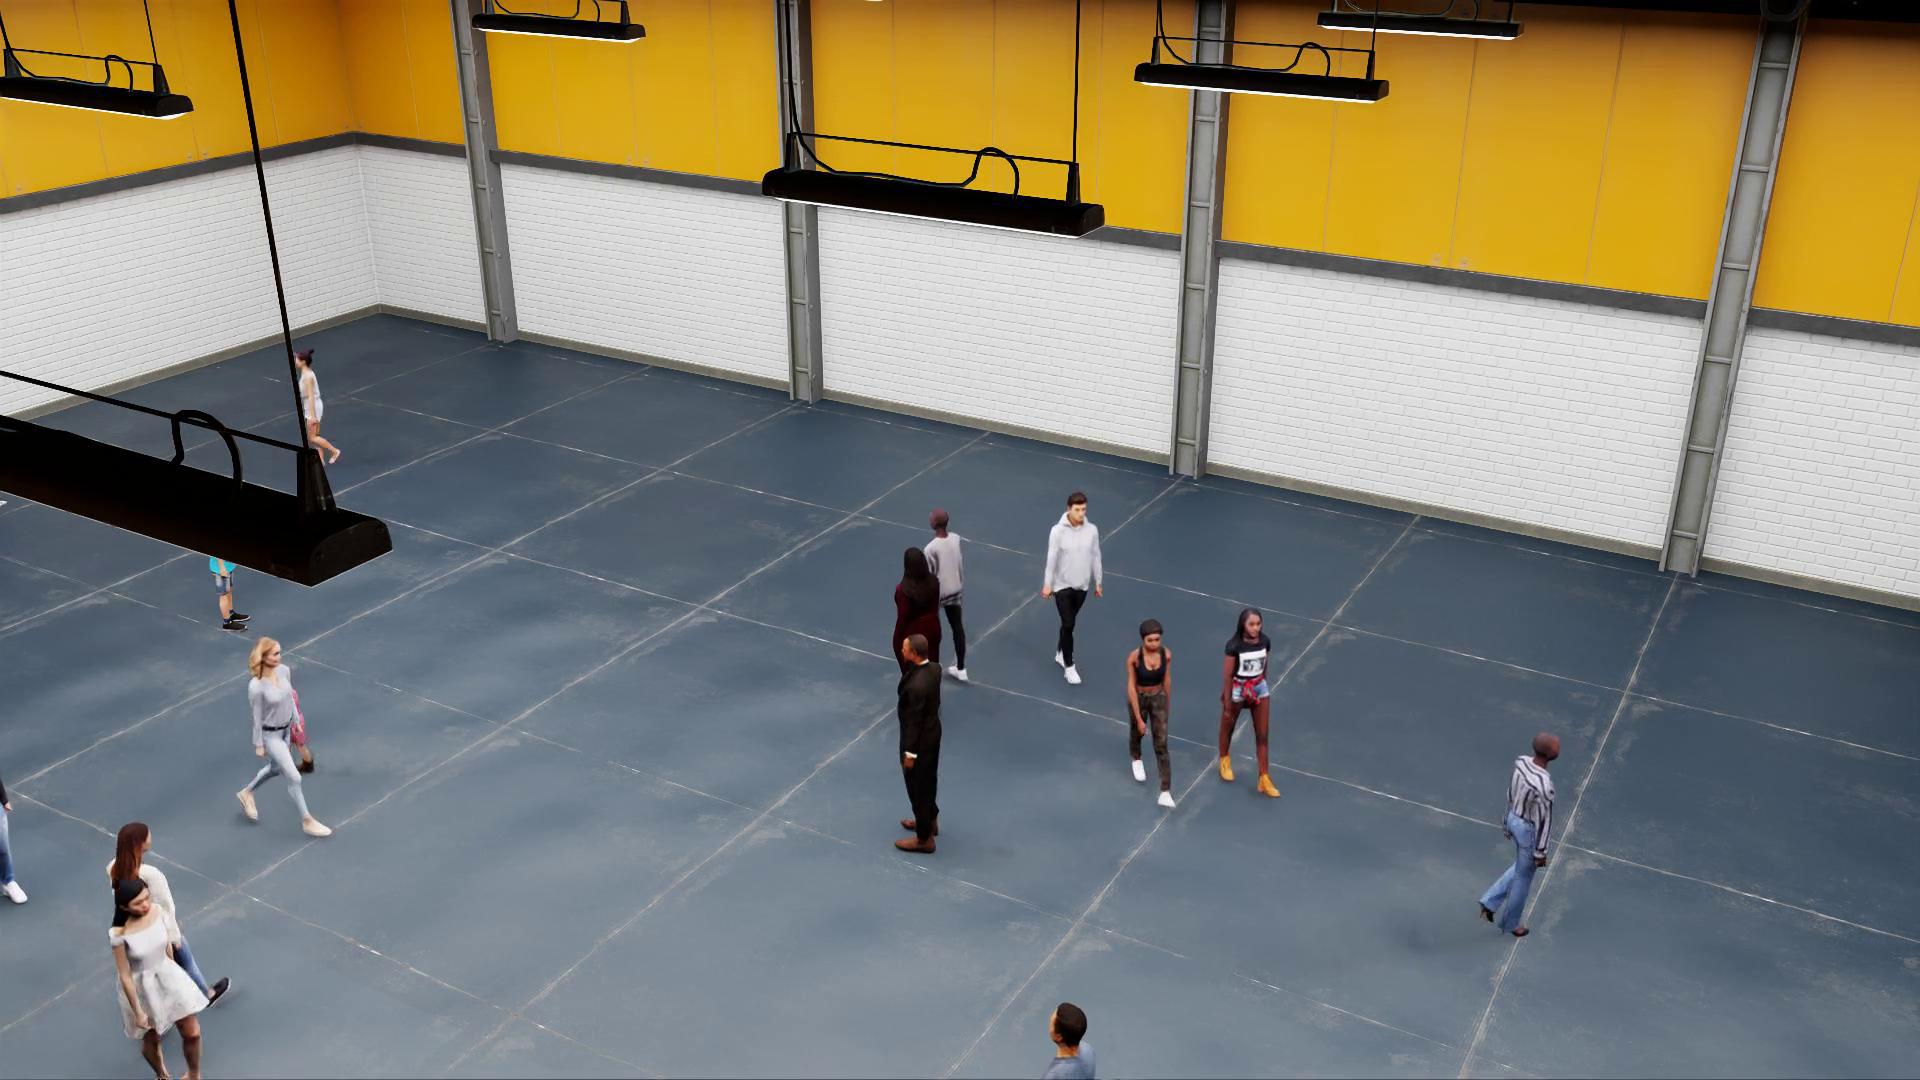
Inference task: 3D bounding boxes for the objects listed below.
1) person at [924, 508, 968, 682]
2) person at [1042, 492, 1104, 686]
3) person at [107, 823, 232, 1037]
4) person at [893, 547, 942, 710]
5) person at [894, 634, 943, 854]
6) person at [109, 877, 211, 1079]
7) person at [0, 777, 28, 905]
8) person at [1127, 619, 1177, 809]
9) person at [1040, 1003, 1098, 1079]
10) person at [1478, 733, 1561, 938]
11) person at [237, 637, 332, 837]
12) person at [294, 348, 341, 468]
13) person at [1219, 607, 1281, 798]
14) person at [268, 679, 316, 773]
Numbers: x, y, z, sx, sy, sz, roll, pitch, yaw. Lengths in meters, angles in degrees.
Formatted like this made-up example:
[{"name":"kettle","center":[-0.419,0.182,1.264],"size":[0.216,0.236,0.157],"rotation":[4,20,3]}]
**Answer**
[{"name":"person","center":[-0.091,0.558,16.154],"size":[0.948,1.733,1.215],"rotation":[-15,28,-31]},{"name":"person","center":[1.044,0.392,16.320],"size":[1.000,1.904,1.089],"rotation":[-11,26,-23]},{"name":"person","center":[-5.514,2.688,11.379],"size":[0.907,1.653,0.806],"rotation":[8,25,19]},{"name":"person","center":[-0.382,0.885,15.377],"size":[0.728,1.756,0.707],"rotation":[-22,32,-40]},{"name":"person","center":[-0.314,1.628,13.494],"size":[0.707,1.902,0.734],"rotation":[7,24,15]},{"name":"person","center":[-5.278,2.912,10.736],"size":[0.722,1.759,0.620],"rotation":[15,28,30]},{"name":"person","center":[-7.527,2.113,12.725],"size":[0.566,1.630,0.632],"rotation":[15,28,31]},{"name":"person","center":[1.578,1.402,14.323],"size":[1.136,1.652,1.102],"rotation":[-4,24,-9]},{"name":"person","center":[0.661,3.444,9.466],"size":[0.827,1.800,0.650],"rotation":[13,27,27]},{"name":"person","center":[4.099,2.215,12.303],"size":[0.875,1.780,0.818],"rotation":[-5,24,-11]},{"name":"person","center":[-5.708,1.611,13.712],"size":[1.210,1.758,0.772],"rotation":[8,25,18]},{"name":"person","center":[-8.275,-1.694,21.460],"size":[0.790,1.608,0.735],"rotation":[-10,26,-22]},{"name":"person","center":[2.417,1.331,14.428],"size":[0.980,1.697,1.066],"rotation":[-8,25,-17]},{"name":"person","center":[-5.852,1.608,14.654],"size":[0.708,1.009,0.585],"rotation":[1,24,2]}]
